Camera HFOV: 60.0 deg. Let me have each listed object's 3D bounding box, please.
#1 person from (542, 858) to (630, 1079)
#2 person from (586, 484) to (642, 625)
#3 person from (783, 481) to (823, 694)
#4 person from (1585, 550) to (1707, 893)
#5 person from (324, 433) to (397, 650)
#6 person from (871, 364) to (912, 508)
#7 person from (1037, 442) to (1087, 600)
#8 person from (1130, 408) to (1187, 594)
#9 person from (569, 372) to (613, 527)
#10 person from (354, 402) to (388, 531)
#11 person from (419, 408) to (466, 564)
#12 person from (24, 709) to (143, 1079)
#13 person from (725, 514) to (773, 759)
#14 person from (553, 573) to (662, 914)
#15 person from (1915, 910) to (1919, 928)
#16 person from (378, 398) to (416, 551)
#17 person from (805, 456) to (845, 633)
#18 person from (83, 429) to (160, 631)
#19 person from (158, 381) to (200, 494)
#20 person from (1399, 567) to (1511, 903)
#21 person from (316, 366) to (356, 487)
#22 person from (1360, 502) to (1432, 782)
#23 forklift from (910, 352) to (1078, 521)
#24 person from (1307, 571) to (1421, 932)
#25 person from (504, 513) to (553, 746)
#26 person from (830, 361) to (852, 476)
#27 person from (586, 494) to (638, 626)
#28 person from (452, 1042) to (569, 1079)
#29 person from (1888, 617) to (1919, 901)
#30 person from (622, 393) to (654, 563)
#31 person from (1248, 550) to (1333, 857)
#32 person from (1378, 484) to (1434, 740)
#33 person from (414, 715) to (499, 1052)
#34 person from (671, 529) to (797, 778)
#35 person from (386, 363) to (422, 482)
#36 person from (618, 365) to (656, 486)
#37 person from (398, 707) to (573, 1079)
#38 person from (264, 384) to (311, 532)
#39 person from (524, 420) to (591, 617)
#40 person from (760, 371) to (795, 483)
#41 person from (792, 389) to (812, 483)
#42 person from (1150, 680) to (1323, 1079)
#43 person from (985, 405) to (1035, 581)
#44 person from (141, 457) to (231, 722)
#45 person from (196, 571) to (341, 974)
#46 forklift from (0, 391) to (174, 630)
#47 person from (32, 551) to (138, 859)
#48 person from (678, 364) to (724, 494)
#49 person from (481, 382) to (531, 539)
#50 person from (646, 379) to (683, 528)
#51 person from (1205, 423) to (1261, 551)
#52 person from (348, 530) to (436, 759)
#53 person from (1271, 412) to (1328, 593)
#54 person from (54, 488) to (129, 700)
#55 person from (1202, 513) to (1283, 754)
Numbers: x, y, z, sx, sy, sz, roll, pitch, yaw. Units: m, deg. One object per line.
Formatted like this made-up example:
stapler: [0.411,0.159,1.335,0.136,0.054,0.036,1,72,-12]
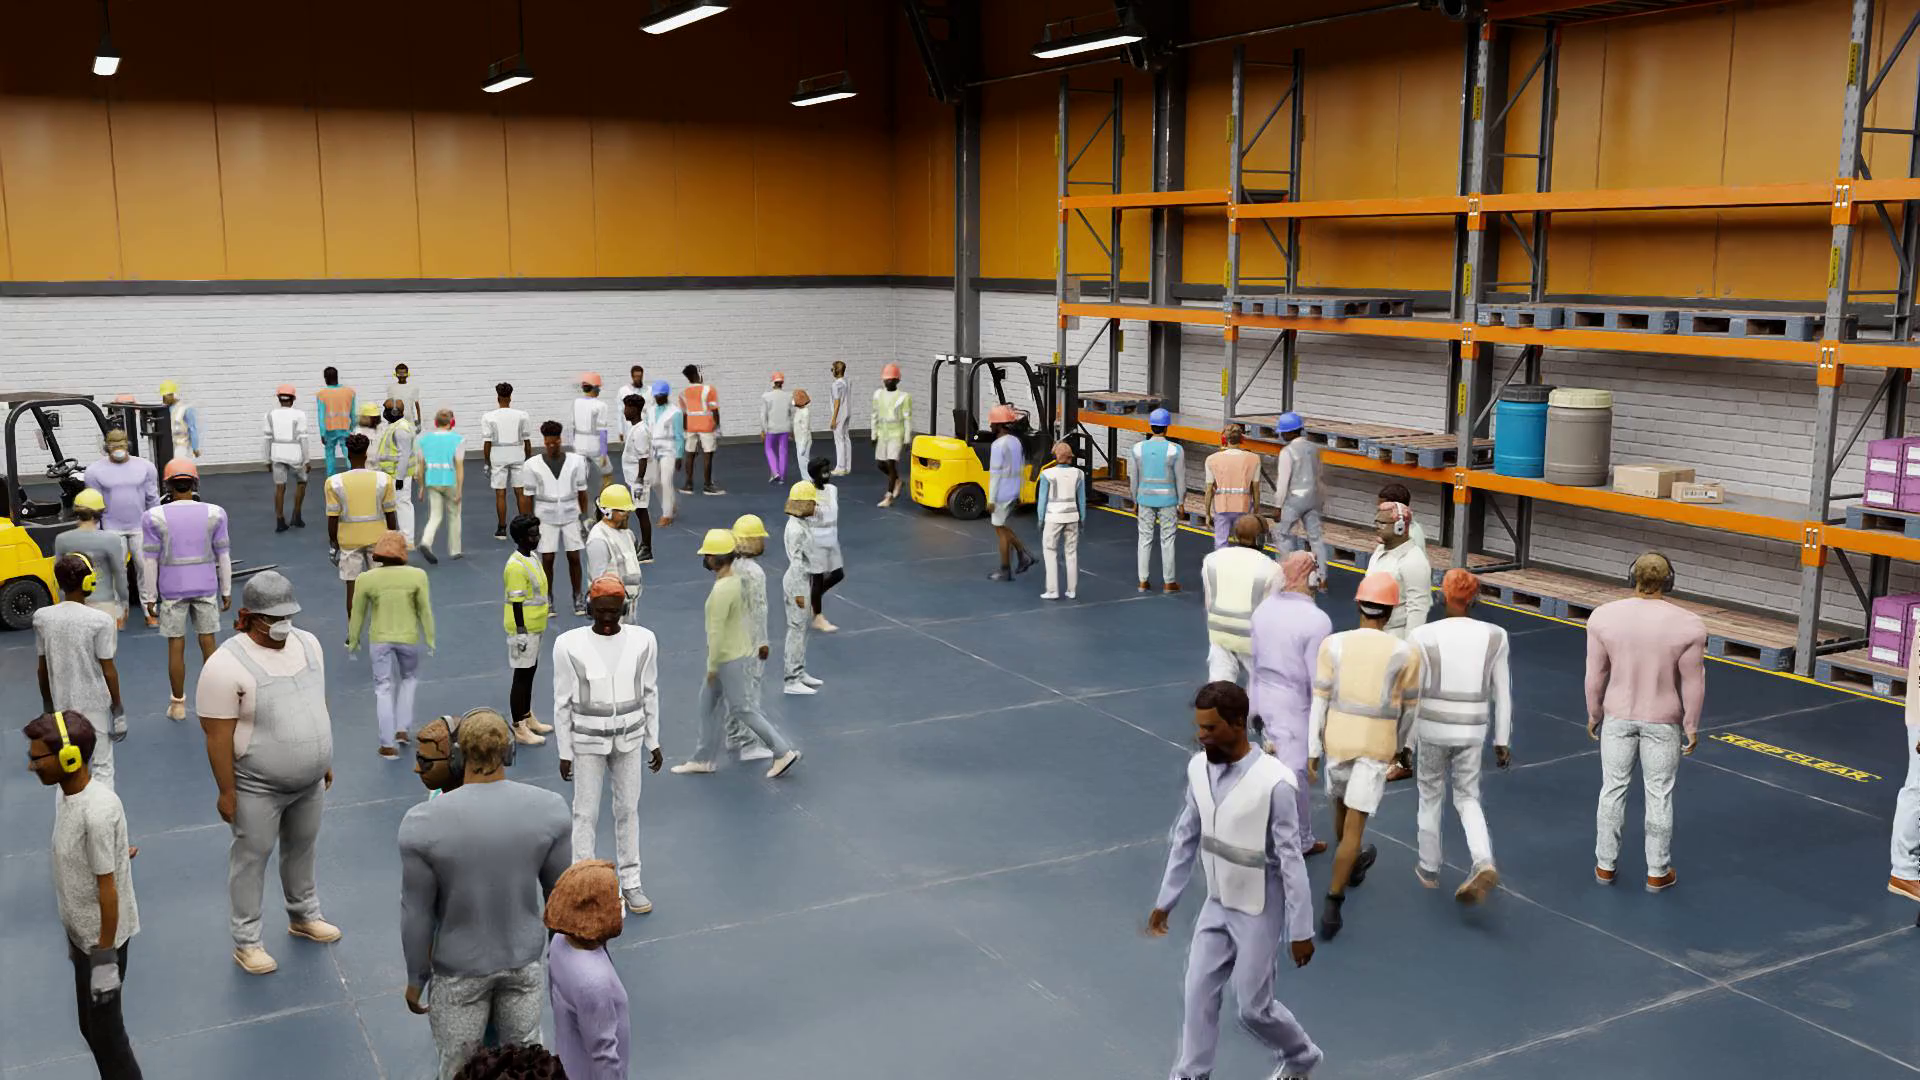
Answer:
person: [-1.200,1.834,5.470,0.279,1.634,0.499,-5,11,-27]
person: [-2.647,0.473,12.789,0.403,1.819,0.600,1,10,7]
person: [-1.280,0.383,13.545,0.316,1.738,0.487,0,10,1]
person: [3.825,1.011,9.336,0.630,1.940,0.372,6,11,29]
person: [-5.389,0.011,15.011,0.610,1.965,0.364,-5,11,-26]
person: [-0.949,-1.475,23.421,0.644,2.019,0.694,6,11,31]
person: [1.062,-0.187,17.126,0.531,1.630,0.329,-4,11,-24]
person: [2.083,-0.406,17.467,0.605,1.948,0.384,4,11,23]
person: [-4.797,-1.192,21.804,0.619,2.017,0.709,4,11,23]
person: [-7.402,-0.885,20.889,0.781,1.715,0.489,6,11,30]
person: [-5.979,-0.602,19.086,0.584,1.795,0.836,1,10,6]
person: [-3.358,1.560,6.429,0.332,1.858,0.529,-8,13,-39]
person: [-1.497,0.678,11.834,0.315,1.740,0.493,-7,12,-35]
person: [-1.890,1.104,8.950,0.573,1.886,0.357,-5,11,-26]
person: [5.305,1.142,8.634,0.391,1.923,0.551,-8,13,-39]
person: [-6.744,-0.784,19.947,0.429,1.845,0.621,-4,11,-23]
person: [-1.343,0.033,15.684,0.416,1.683,0.559,7,12,34]
person: [-7.903,-0.094,15.744,0.631,1.929,0.378,-6,12,-31]
person: [-10.975,-1.310,23.134,0.588,1.779,0.908,3,10,17]
person: [2.739,1.085,9.161,0.597,1.859,0.747,0,10,2]
person: [-9.340,-1.670,24.957,0.591,1.875,0.880,-7,12,-34]
person: [2.918,0.683,11.318,0.401,1.910,0.641,-2,10,-10]
forklift: [0.460,-1.461,22.833,2.313,2.155,1.214,-5,11,-28]
person: [2.183,1.103,9.006,0.545,1.863,1.070,5,11,29]
person: [-3.161,0.640,12.160,0.316,1.698,0.541,0,10,-2]
person: [-1.920,-1.950,26.652,0.334,1.844,0.513,4,11,23]
person: [-2.750,0.470,13.143,0.319,1.697,0.532,5,11,28]
person: [-0.936,2.003,3.584,0.464,1.947,0.639,2,10,14]
person: [5.454,1.003,9.226,0.393,1.990,0.616,9,14,43]
person: [-3.713,-0.713,19.180,0.361,1.964,0.614,-2,10,-12]
person: [1.834,1.001,9.630,0.826,1.868,0.673,-4,11,-23]
person: [3.264,0.527,12.242,0.406,1.899,0.601,4,11,23]
person: [-1.900,1.565,6.417,0.328,1.844,0.511,-9,13,-42]
person: [-1.533,0.778,11.284,0.855,1.734,0.532,0,10,-1]
person: [-8.657,-1.823,25.894,0.509,1.860,0.334,-2,10,-13]
person: [-4.830,-1.682,24.966,0.591,1.904,0.524,-4,10,-20]
person: [-1.739,1.568,6.178,0.641,1.927,0.384,-6,11,-29]
person: [-8.633,-1.065,21.423,0.591,1.888,0.679,0,10,-2]
person: [-3.954,-0.214,16.348,0.623,1.951,0.379,-4,10,-20]
person: [-2.828,-1.744,25.766,0.593,1.732,0.374,-5,11,-25]
person: [-2.259,-1.344,23.798,0.274,1.628,0.502,-3,10,-15]
person: [1.114,1.495,6.722,0.907,1.876,0.668,-6,11,-29]
person: [0.484,-0.499,18.069,0.465,1.925,0.542,4,11,23]
person: [-5.916,0.374,12.744,0.613,2.033,0.411,-7,12,-34]
person: [-3.419,1.130,8.355,0.535,2.000,0.702,5,11,25]
forklift: [-9.026,-0.363,16.508,1.214,2.155,2.313,6,11,29]
person: [-5.104,0.992,9.681,0.511,1.862,0.324,2,10,9]
person: [-3.824,-1.627,24.581,0.702,1.927,0.368,4,10,20]
person: [-5.653,-0.989,20.773,0.612,1.963,0.361,-5,11,-27]
person: [-3.869,-1.144,21.752,0.618,1.941,0.497,6,12,33]
person: [2.781,-0.269,17.010,0.560,1.836,0.394,1,10,5]
person: [-4.052,0.737,11.849,0.601,1.600,0.479,-4,11,-20]
person: [3.561,-0.394,17.513,0.711,1.898,0.703,-9,13,-41]
person: [-6.787,0.482,12.935,0.535,1.744,0.681,0,10,1]
person: [2.003,0.696,11.600,0.623,1.781,0.987,6,12,32]
